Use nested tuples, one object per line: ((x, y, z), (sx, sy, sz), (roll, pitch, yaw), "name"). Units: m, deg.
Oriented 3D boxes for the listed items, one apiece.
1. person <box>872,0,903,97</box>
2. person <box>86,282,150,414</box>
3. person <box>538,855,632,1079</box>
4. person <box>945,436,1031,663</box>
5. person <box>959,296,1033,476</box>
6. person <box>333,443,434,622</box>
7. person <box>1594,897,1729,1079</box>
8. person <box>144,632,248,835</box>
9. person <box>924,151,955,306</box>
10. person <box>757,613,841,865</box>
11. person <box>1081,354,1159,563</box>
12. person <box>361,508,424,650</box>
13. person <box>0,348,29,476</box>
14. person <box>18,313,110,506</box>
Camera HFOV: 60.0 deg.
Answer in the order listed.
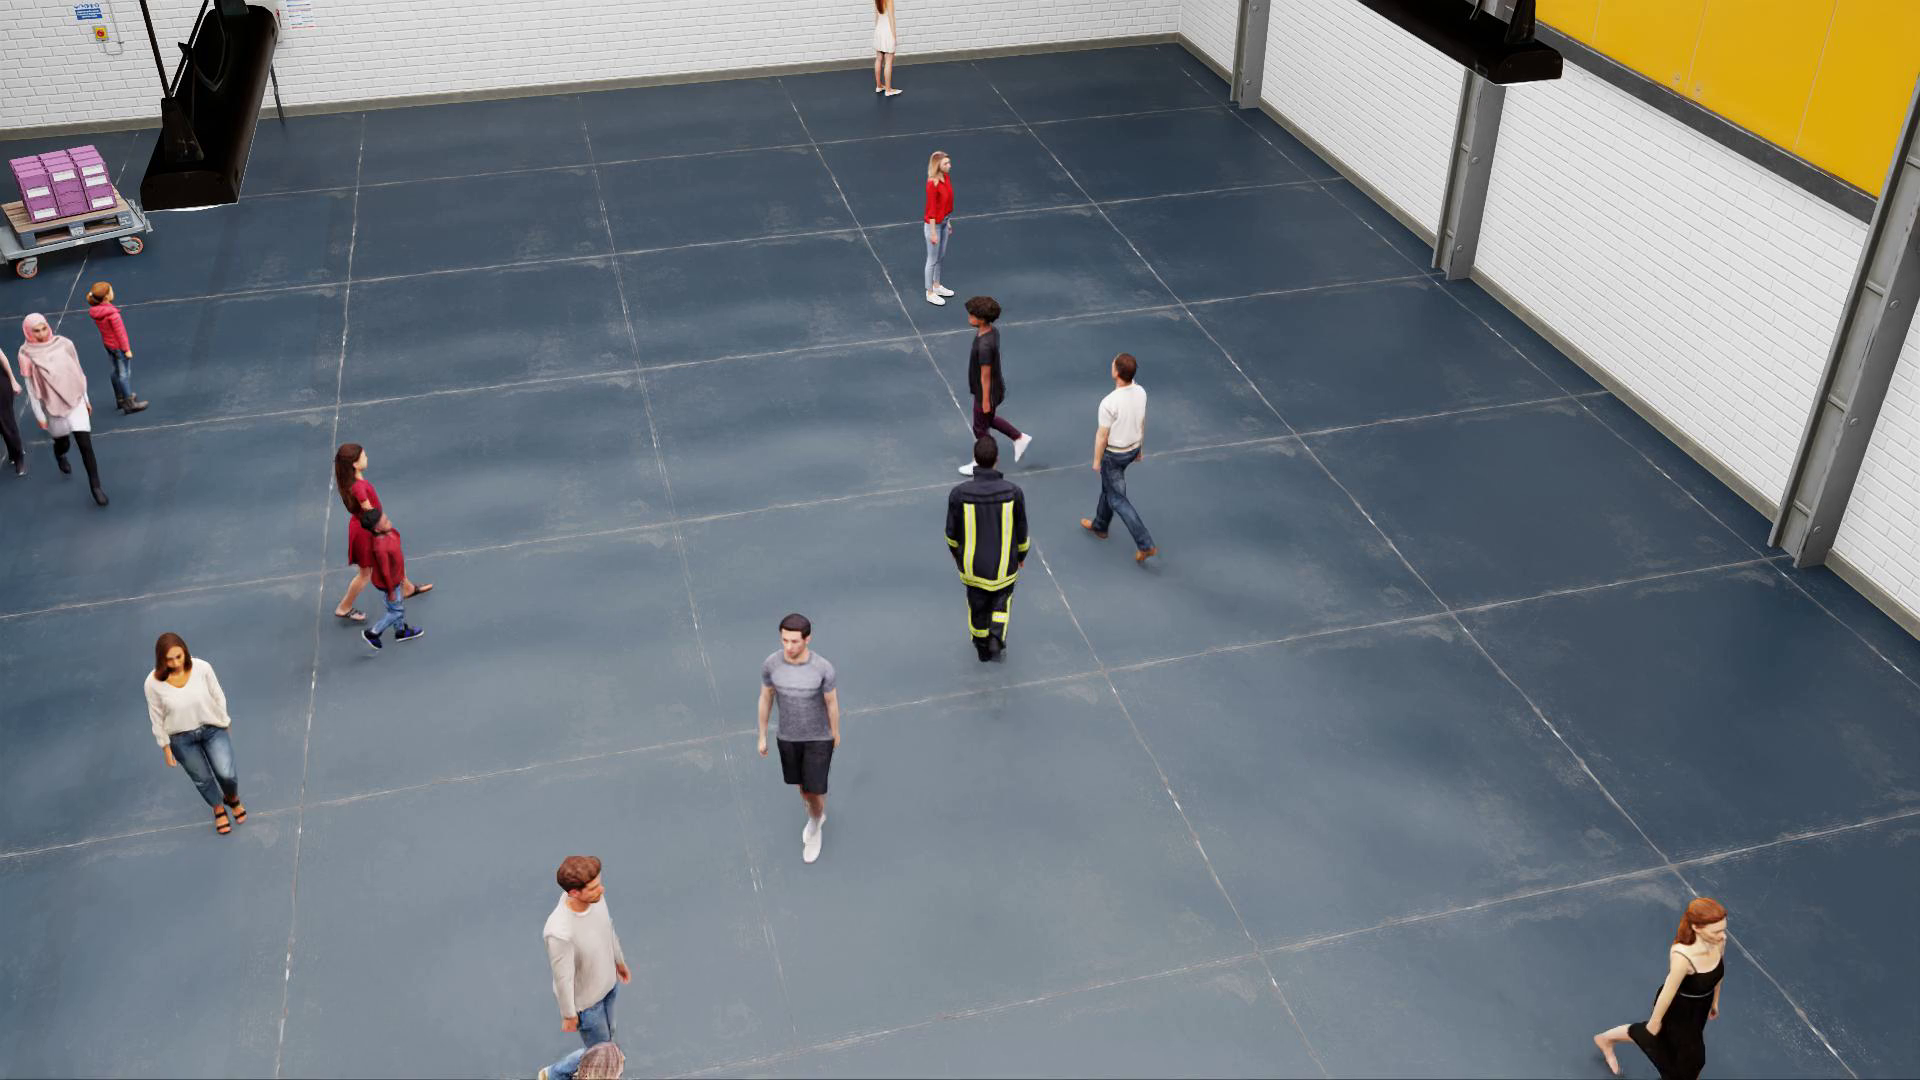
((-1.084, -7.282, 23.918), (0.689, 1.711, 0.575), (-24, 40, -31), "person")
((-8.212, -1.876, 16.147), (0.571, 1.311, 0.655), (25, 41, 32), "person")
((-2.129, 2.437, 9.139), (0.916, 1.886, 0.893), (7, 34, 10), "person")
((0.214, 0.139, 12.570), (0.880, 1.915, 0.805), (1, 34, 2), "person")
((0.315, -1.382, 14.992), (0.848, 1.768, 0.920), (0, 34, 0), "person")
((-4.755, -0.037, 13.186), (0.737, 1.527, 1.008), (-16, 37, -23), "person")
((3.924, 2.542, 9.233), (0.817, 1.608, 1.071), (-23, 40, -30), "person")
((-5.122, 1.244, 11.131), (0.659, 1.668, 0.637), (-15, 36, -21), "person")
((-0.242, -3.421, 18.116), (0.741, 1.704, 0.665), (15, 36, 21), "person")
((-1.000, 1.221, 11.000), (0.824, 1.853, 0.875), (9, 35, 14), "person")
((1.387, -0.656, 13.849), (1.036, 1.823, 1.279), (-27, 42, -34), "person")
((-4.501, 0.315, 12.908), (0.602, 1.249, 0.625), (-13, 36, -19), "person")
((-8.835, -1.473, 15.165), (0.620, 1.727, 0.779), (-9, 35, -13), "person")
((-7.959, -1.189, 14.686), (0.966, 1.785, 1.174), (-28, 43, -35), "person")
